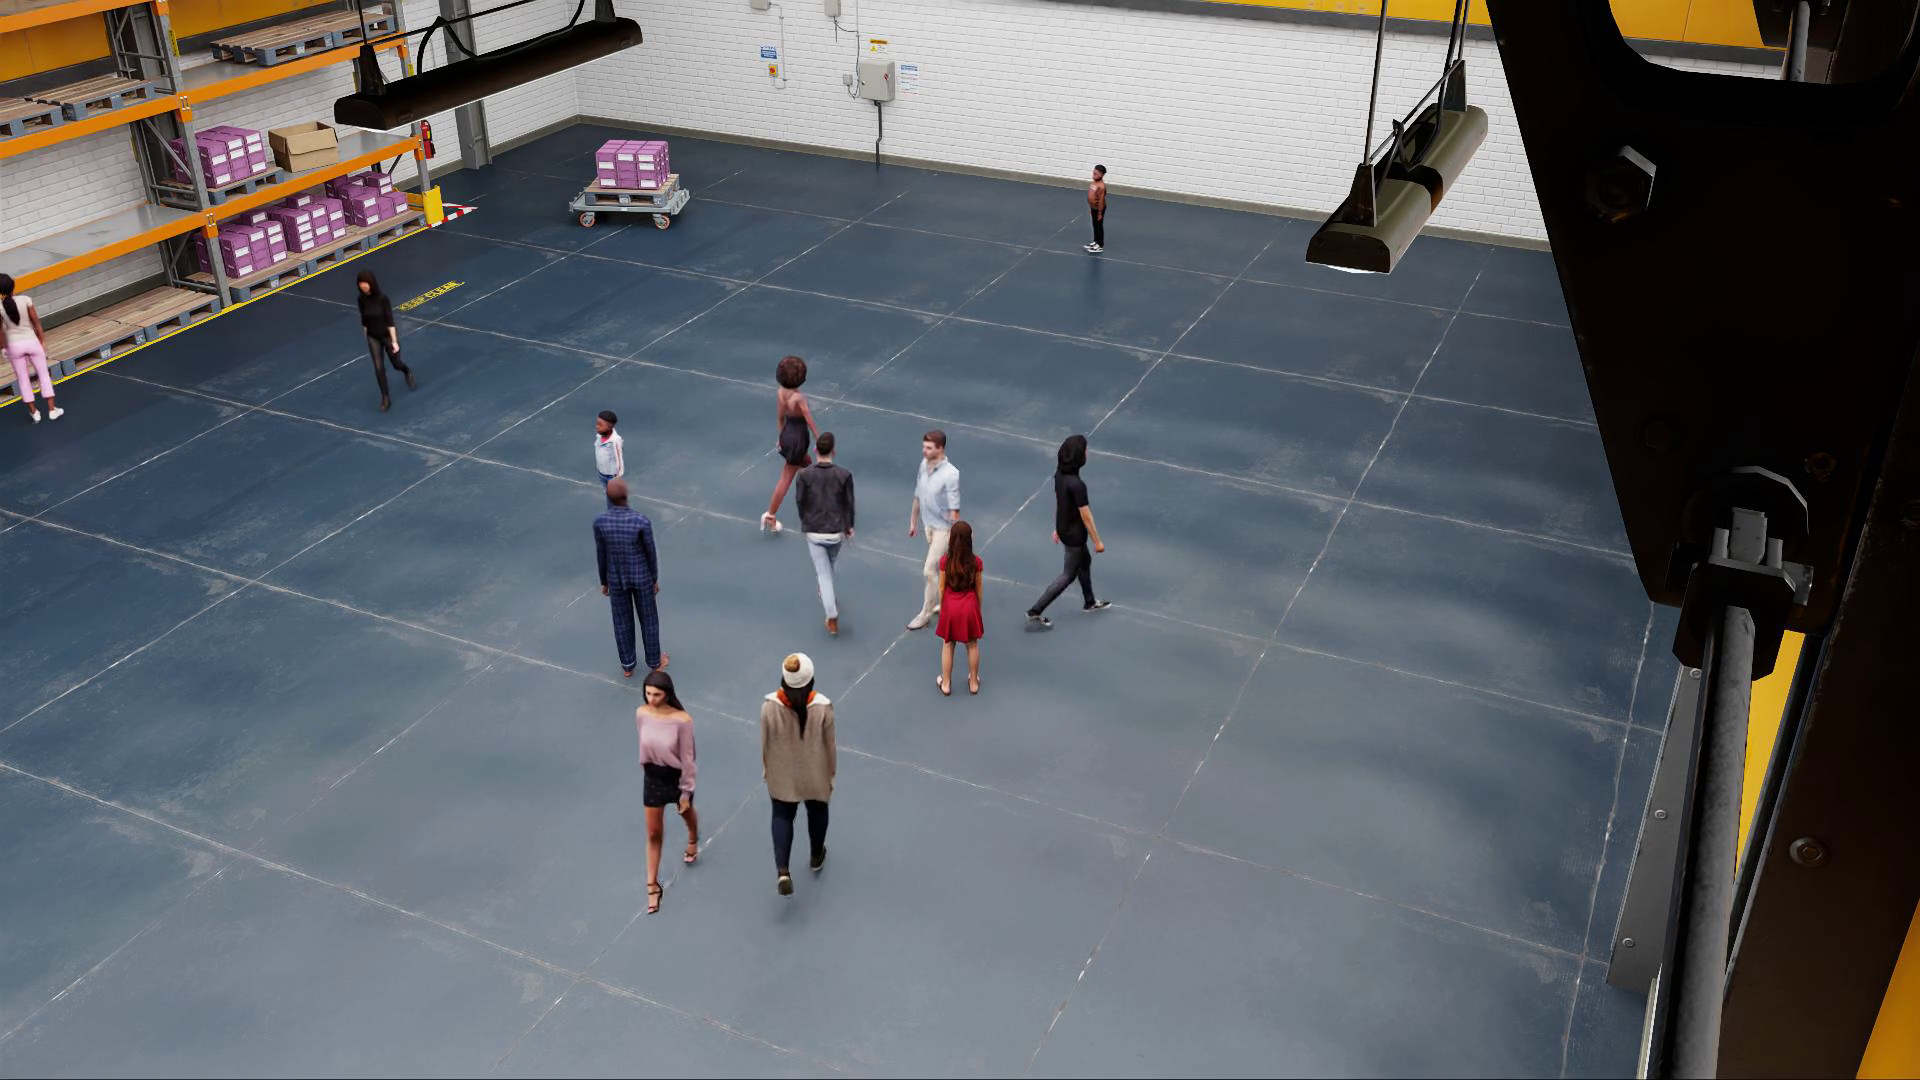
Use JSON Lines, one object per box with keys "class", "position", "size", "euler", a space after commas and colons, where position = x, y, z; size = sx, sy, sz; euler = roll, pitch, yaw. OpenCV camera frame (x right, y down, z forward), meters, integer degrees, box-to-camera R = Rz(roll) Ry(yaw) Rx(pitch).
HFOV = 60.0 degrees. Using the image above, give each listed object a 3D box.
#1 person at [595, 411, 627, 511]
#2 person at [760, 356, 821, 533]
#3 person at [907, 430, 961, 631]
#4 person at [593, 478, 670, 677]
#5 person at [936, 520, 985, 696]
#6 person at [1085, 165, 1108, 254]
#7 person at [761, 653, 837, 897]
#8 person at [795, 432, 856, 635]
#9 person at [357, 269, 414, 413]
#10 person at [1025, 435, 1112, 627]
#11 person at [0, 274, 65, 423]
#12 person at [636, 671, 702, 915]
{"class": "person", "position": [-3.404, -0.691, 16.277], "size": [0.540, 1.260, 0.571], "euler": [25, 37, 38]}
{"class": "person", "position": [-1.679, -0.869, 16.108], "size": [1.174, 1.736, 0.932], "euler": [-19, 34, -30]}
{"class": "person", "position": [-0.109, -0.143, 14.683], "size": [1.030, 1.827, 0.907], "euler": [-19, 34, -31]}
{"class": "person", "position": [-2.746, 0.313, 13.855], "size": [0.749, 1.817, 0.750], "euler": [0, 29, 0]}
{"class": "person", "position": [-0.003, 0.557, 13.689], "size": [0.678, 1.548, 0.733], "euler": [-3, 29, -5]}
{"class": "person", "position": [1.978, -4.739, 23.704], "size": [0.649, 1.255, 0.583], "euler": [-9, 30, -15]}
{"class": "person", "position": [-1.130, 1.611, 11.421], "size": [0.929, 1.871, 1.102], "euler": [1, 29, 2]}
{"class": "person", "position": [-1.160, -0.015, 14.481], "size": [1.077, 1.794, 1.190], "euler": [-7, 29, -13]}
{"class": "person", "position": [-6.519, -2.311, 18.875], "size": [0.816, 1.617, 1.052], "euler": [1, 29, 3]}
{"class": "person", "position": [0.912, -0.043, 14.524], "size": [1.155, 1.802, 1.122], "euler": [-9, 30, -15]}
{"class": "person", "position": [-10.369, -2.128, 18.414], "size": [0.708, 1.738, 0.790], "euler": [-12, 31, -20]}
{"class": "person", "position": [-1.952, 1.639, 11.489], "size": [0.770, 1.756, 1.150], "euler": [7, 29, 12]}
